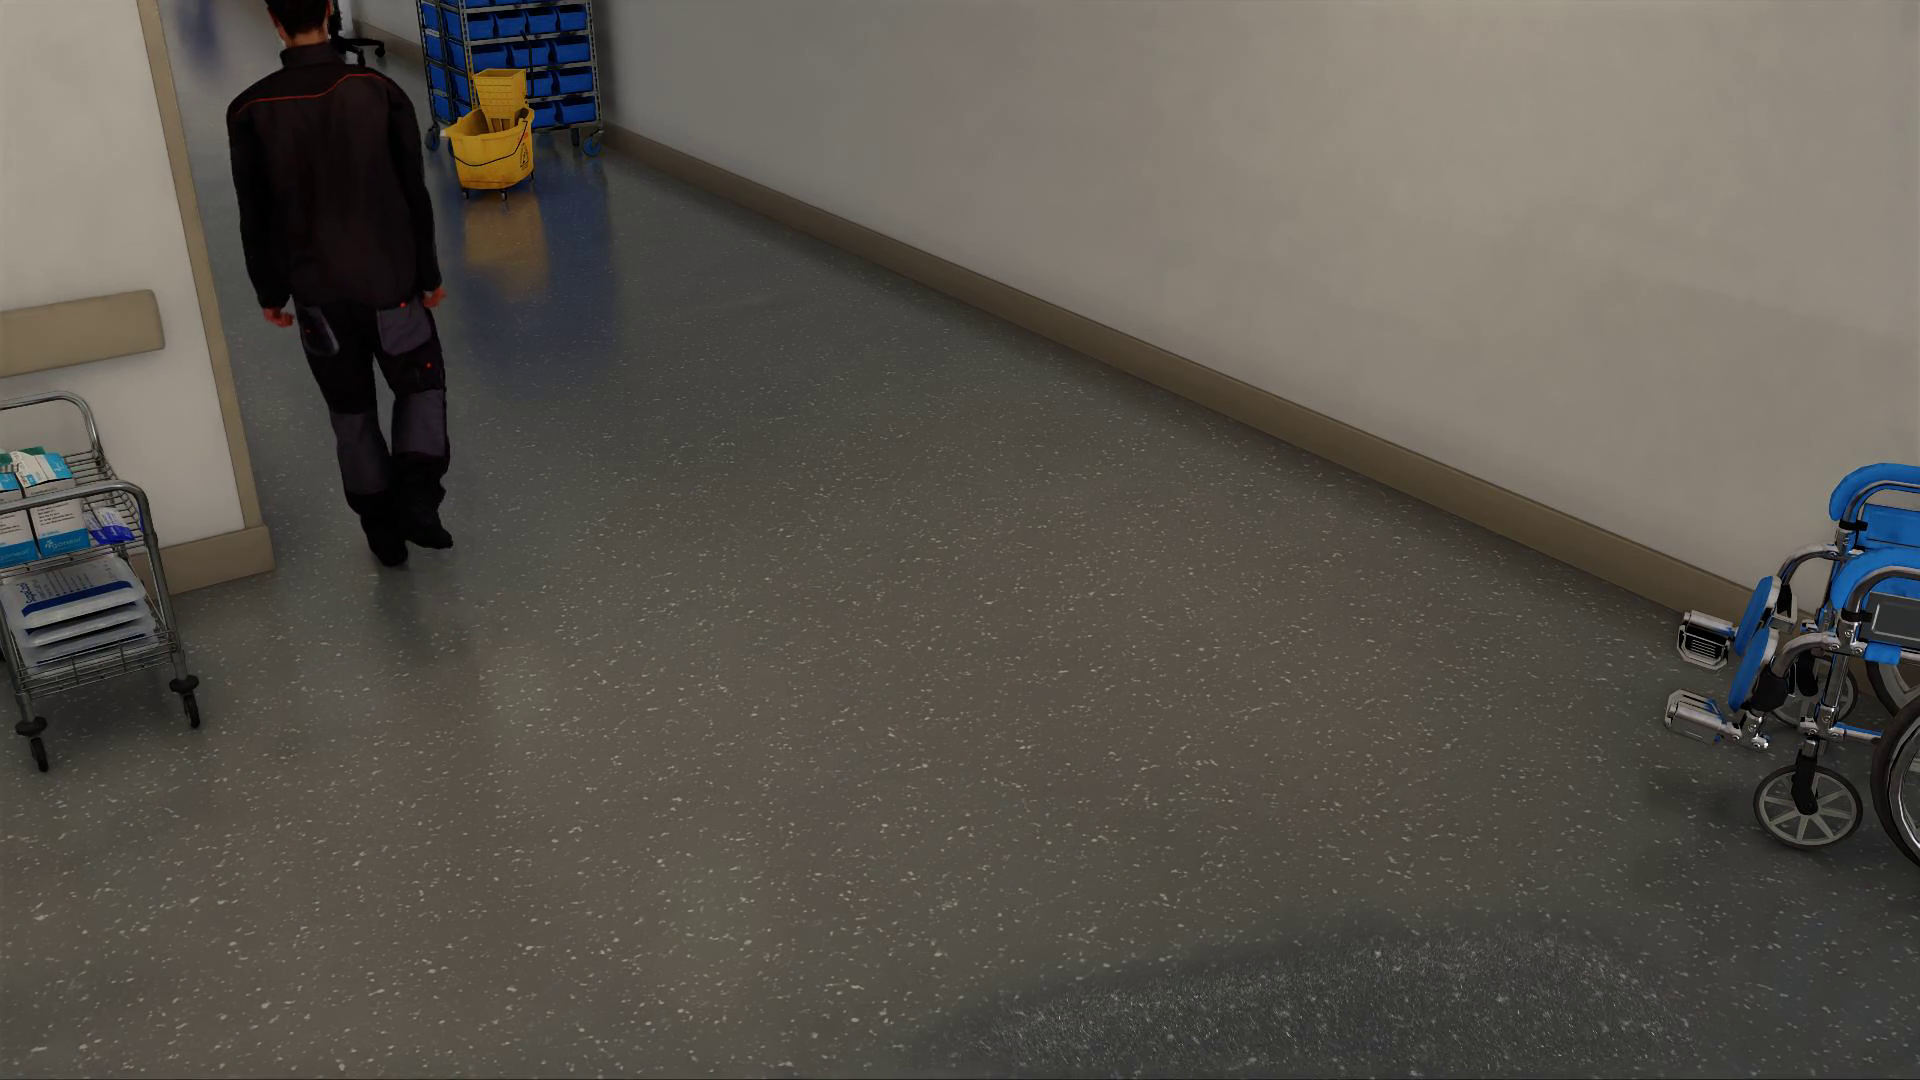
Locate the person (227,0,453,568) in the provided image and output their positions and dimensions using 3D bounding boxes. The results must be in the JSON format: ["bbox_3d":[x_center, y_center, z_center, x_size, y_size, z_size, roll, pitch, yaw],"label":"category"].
[{"bbox_3d":[-1.862,-0.776,5.123,0.783,1.929,0.877,-9,27,-18],"label":"person"}]
